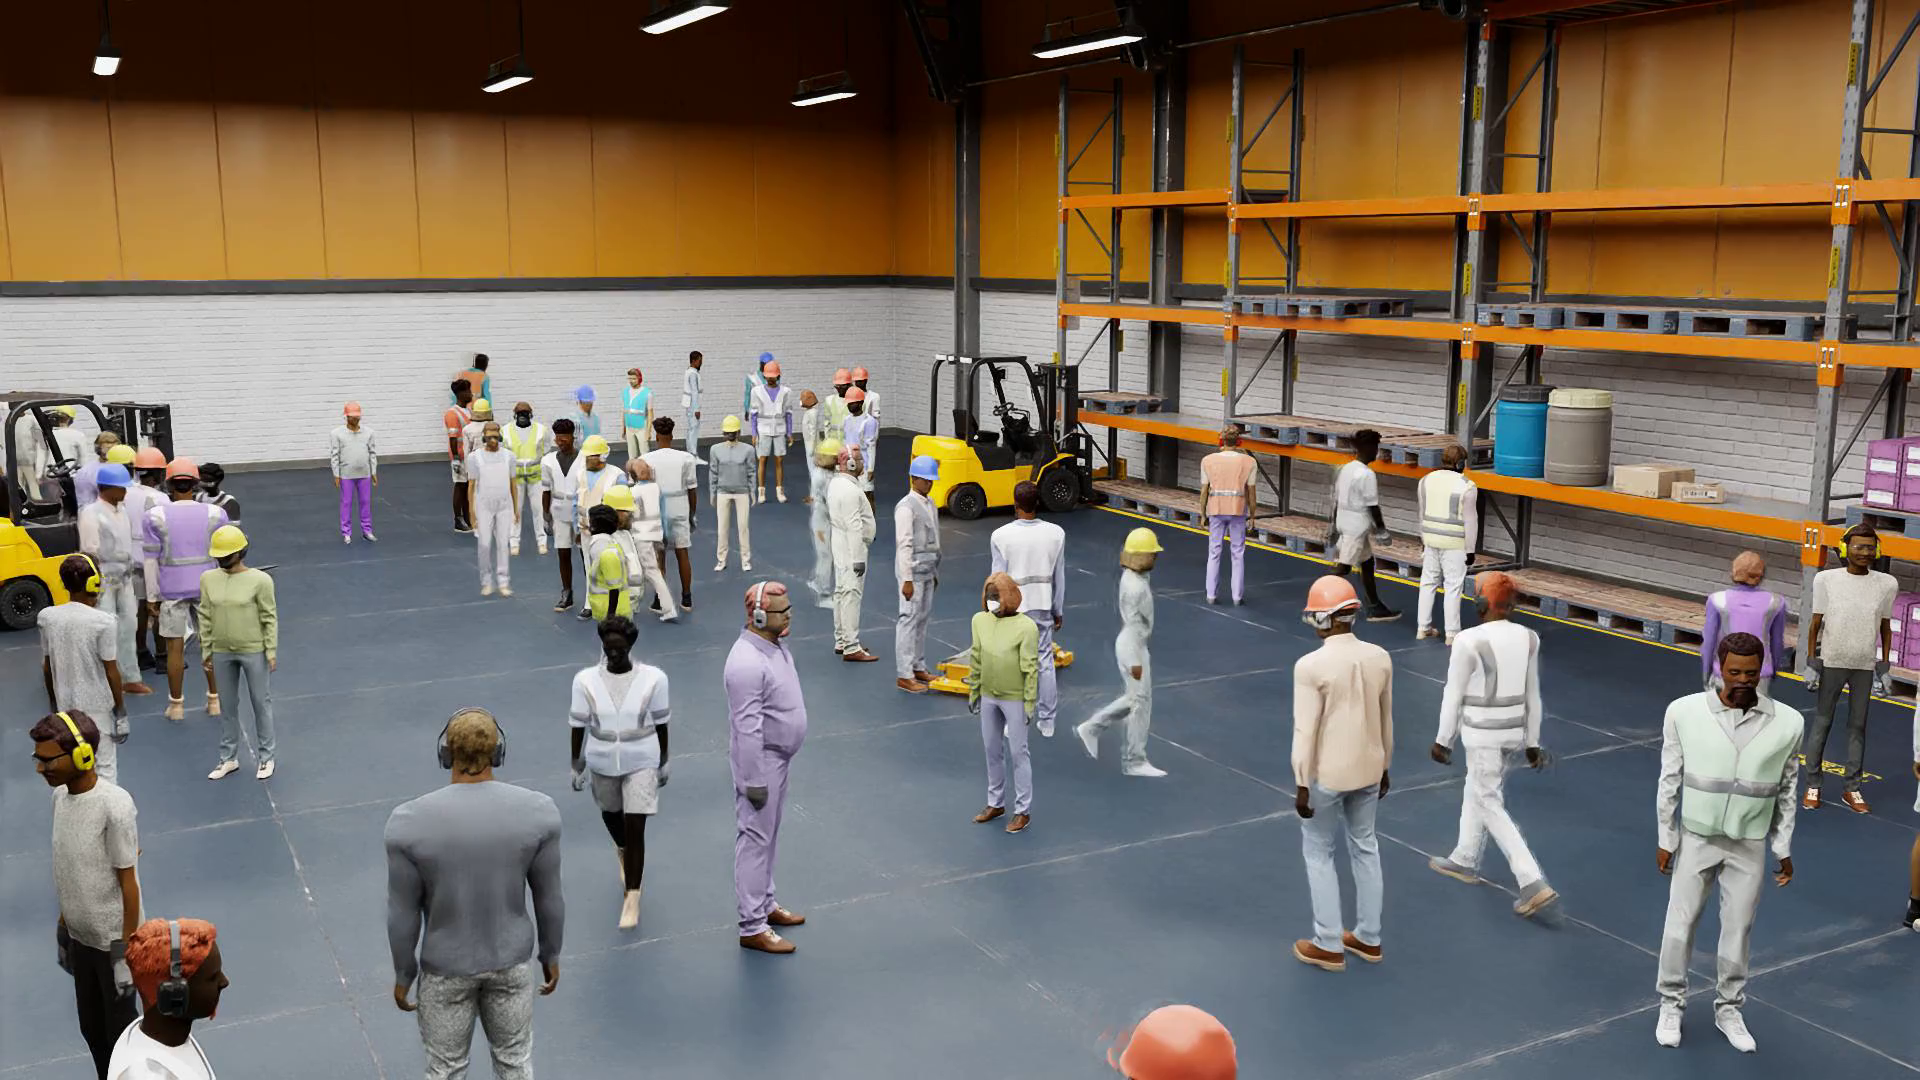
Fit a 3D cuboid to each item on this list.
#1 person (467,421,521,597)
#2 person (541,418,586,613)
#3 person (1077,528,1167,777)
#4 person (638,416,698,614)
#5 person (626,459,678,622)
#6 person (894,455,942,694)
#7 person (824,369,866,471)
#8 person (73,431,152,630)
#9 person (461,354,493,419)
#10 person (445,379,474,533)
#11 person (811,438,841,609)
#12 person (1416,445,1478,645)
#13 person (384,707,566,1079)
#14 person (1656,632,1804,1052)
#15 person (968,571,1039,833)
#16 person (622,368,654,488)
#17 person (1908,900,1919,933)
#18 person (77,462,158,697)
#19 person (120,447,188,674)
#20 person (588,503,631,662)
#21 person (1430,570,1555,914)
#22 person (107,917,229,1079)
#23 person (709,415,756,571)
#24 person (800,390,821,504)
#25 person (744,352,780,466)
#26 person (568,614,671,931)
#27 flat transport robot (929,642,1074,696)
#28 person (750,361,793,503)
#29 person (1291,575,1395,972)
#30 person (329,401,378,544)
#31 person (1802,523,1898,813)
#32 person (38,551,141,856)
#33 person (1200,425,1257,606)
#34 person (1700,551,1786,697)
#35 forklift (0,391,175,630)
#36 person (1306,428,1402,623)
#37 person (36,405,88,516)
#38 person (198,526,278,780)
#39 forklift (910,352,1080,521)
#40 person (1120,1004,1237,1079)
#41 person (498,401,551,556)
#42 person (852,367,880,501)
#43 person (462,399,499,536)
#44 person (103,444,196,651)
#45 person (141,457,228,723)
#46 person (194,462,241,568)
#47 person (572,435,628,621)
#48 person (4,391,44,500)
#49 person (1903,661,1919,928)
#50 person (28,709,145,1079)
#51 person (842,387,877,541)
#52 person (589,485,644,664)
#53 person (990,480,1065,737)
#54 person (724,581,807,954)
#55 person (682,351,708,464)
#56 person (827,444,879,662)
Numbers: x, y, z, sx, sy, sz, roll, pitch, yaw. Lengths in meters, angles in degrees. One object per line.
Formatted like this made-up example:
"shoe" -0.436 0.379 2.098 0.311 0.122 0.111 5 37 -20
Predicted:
"person" -4.833 -0.319 17.278 0.516 1.846 0.349 -5 11 -27
"person" -3.868 -0.245 16.541 0.611 1.954 0.394 1 10 7
"person" 1.130 0.763 11.388 0.543 1.730 0.488 1 10 6
"person" -2.909 -0.250 16.522 0.614 1.962 0.366 -4 11 -24
"person" -3.063 -0.005 16.194 0.899 1.588 0.523 6 12 33
"person" -0.330 0.270 13.586 0.403 1.942 0.608 4 11 20
"person" -1.552 -1.273 22.218 0.607 2.036 0.412 5 11 25
"person" -7.931 -0.072 15.612 0.367 1.929 0.637 8 13 38
"person" -8.183 -2.181 27.914 0.738 1.879 0.387 4 11 24
"person" -6.351 -1.084 21.310 0.361 1.965 0.613 1 10 6
"person" -1.325 -0.162 16.712 0.388 1.729 0.489 5 11 29
"person" 4.480 0.040 15.254 0.431 1.835 0.621 -7 12 -36
"person" -1.781 1.569 6.177 0.636 1.928 0.380 -4 11 -24
"person" 3.440 1.342 7.491 0.589 1.920 0.399 2 10 12
"person" 0.267 0.994 10.342 0.502 1.626 0.292 7 12 37
"person" -4.838 -1.661 24.994 0.566 1.842 0.389 5 11 28
"person" 5.255 1.070 8.694 0.373 2.043 0.615 5 11 27
"person" -6.900 0.332 13.328 0.718 1.922 0.625 1 10 3
"person" -6.851 0.176 14.173 0.564 1.930 0.390 5 11 28
"person" -2.656 0.562 12.610 0.317 1.696 0.540 -2 10 -13
"person" 2.979 1.092 9.146 0.572 1.853 0.919 -6 12 -31
"person" -2.053 1.902 4.386 0.358 1.880 0.578 -4 11 -21
"person" -2.548 -0.501 18.650 0.533 1.729 0.330 0 10 -2
"person" -2.131 -1.325 23.697 0.288 1.628 0.502 -3 10 -14
"person" -3.335 -2.217 27.980 0.629 1.916 0.724 -4 10 -20
"person" -1.844 1.194 9.085 0.538 1.662 0.843 0 10 -2
"flat transport robot" 0.366 1.043 13.950 0.652 0.197 1.431 5 11 28
"person" -2.675 -1.534 23.716 0.605 2.035 0.392 -3 10 -16
"person" 1.908 1.160 8.406 0.652 1.969 0.476 -5 11 -26
"person" -7.450 -0.834 20.484 0.563 1.754 0.321 -8 13 -39
"person" 5.691 0.815 10.648 0.518 1.876 0.326 3 10 14
"person" -5.069 0.998 9.664 0.505 1.857 0.331 2 10 10
"person" 2.709 -0.240 16.836 0.561 1.837 0.388 2 10 13
"person" 5.196 0.868 11.097 0.506 1.616 0.615 3 10 18
"forklift" -9.026 -0.363 16.508 1.214 2.155 2.313 6 11 29
"person" 3.784 -0.120 15.941 0.989 1.913 0.590 -1 10 -4
"person" -10.977 -0.790 20.360 0.549 1.698 0.790 -3 10 -19
"person" -4.898 0.763 11.286 0.523 1.759 0.335 0 10 2
"forklift" 0.460 -1.461 22.833 2.313 2.155 1.214 -5 11 -28
"person" 0.444 1.982 3.834 0.573 1.905 0.635 -9 13 -40
"person" -5.130 -0.725 19.651 0.623 1.835 0.431 -2 10 -14
"person" -1.417 -1.518 23.901 0.545 1.938 0.359 1 10 8
"person" -5.994 -0.910 20.958 0.485 1.744 0.296 -1 10 -3
"person" -7.297 0.088 14.787 0.908 1.896 0.597 -1 10 -3
"person" -5.905 0.376 12.743 0.611 2.030 0.409 -6 12 -33
"person" -6.785 0.107 15.263 0.569 1.682 0.390 5 11 28
"person" -3.491 -0.108 16.091 0.600 1.827 0.404 4 11 21
"person" -11.621 -0.917 20.636 0.515 1.872 0.328 1 10 8
"person" 5.247 1.142 8.638 0.387 1.924 0.548 -7 12 -34
"person" -3.346 1.560 6.434 0.527 1.856 0.346 7 12 33
"person" -1.268 -0.930 20.548 0.545 1.931 0.387 9 14 43
"person" -2.624 0.482 12.744 0.403 1.818 0.601 1 10 4
"person" 0.499 0.519 12.225 0.592 1.917 0.375 -4 11 -21
"person" -0.988 1.152 8.614 0.400 1.910 0.643 1 10 6
"person" -4.498 -2.231 28.077 0.391 1.913 0.588 -3 10 -17
"person" -0.940 0.107 14.619 0.410 1.913 0.643 -3 10 -16
